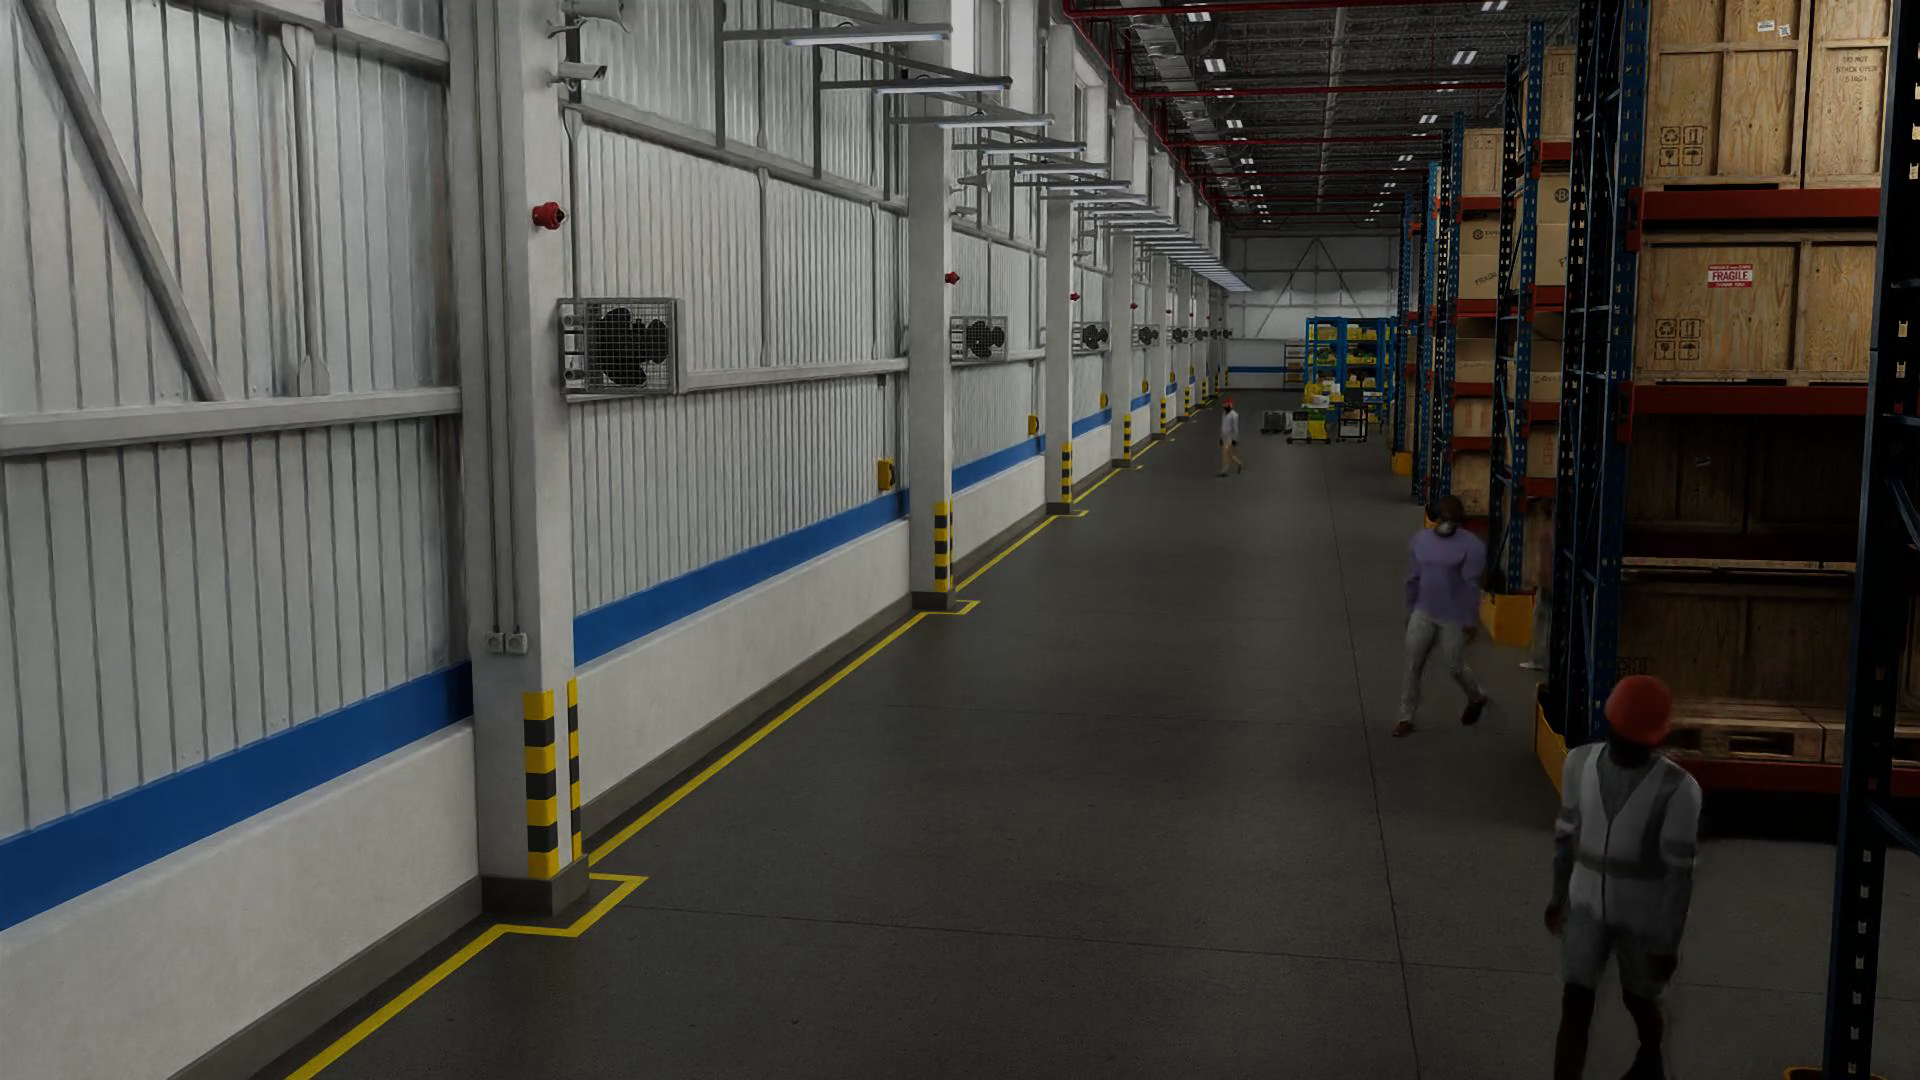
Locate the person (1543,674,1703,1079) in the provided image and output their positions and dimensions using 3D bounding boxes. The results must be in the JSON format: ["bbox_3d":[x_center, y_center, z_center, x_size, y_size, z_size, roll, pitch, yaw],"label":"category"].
[{"bbox_3d":[2.503,1.393,6.324,1.006,1.867,0.611,-7,10,-44],"label":"person"}]

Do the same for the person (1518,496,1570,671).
[{"bbox_3d":[5.465,0.414,15.078,0.667,1.620,0.527,7,10,44],"label":"person"}]

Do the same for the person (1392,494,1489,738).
[{"bbox_3d":[3.738,0.570,12.763,0.645,1.899,0.789,6,9,40],"label":"person"}]

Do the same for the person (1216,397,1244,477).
[{"bbox_3d":[5.780,-2.203,35.542,0.652,1.733,0.574,-2,7,-18],"label":"person"}]
